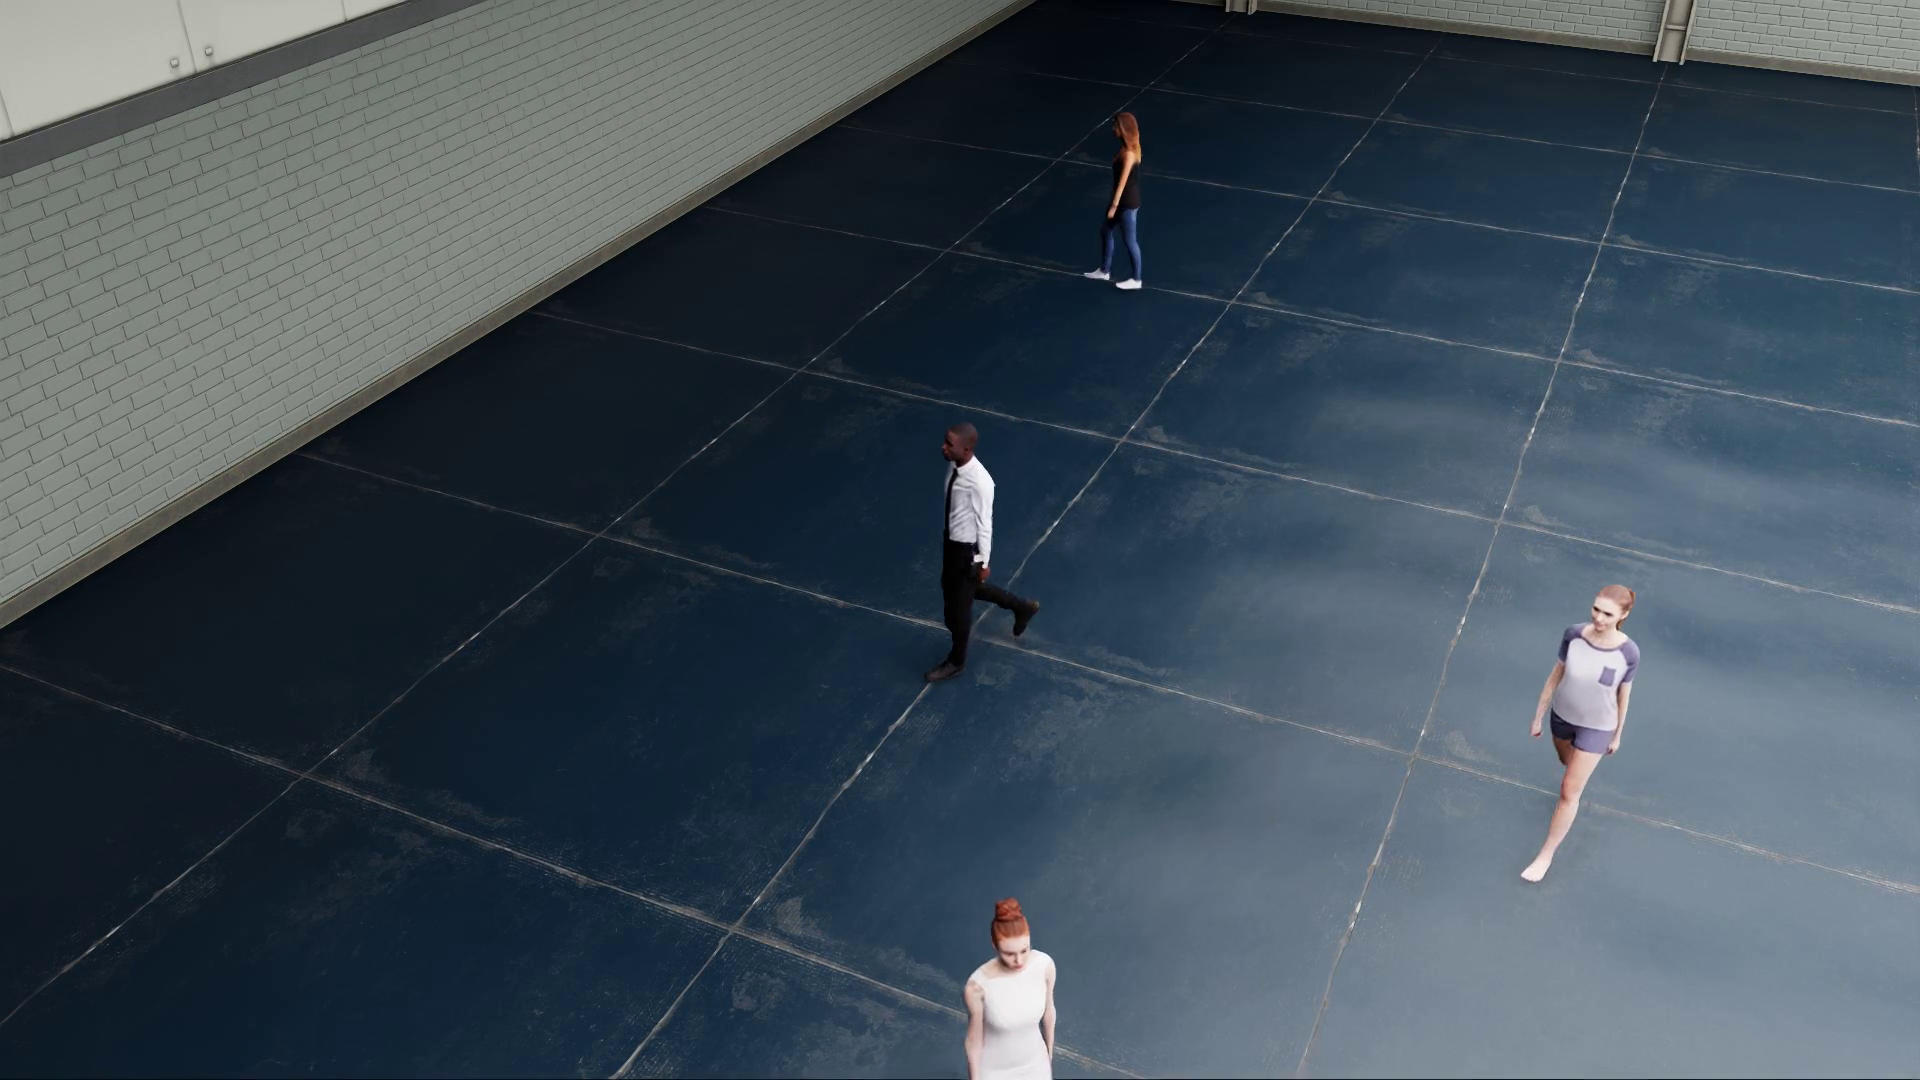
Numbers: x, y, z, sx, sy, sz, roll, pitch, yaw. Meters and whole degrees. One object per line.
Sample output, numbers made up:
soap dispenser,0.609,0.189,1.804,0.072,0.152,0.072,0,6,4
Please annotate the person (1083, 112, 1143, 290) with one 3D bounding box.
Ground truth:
person,1.635,-3.158,15.629,0.883,1.700,0.767,-1,32,-2

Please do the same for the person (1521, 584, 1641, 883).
person,3.435,0.956,9.084,1.154,1.723,0.902,27,41,36

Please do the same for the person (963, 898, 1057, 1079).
person,0.178,2.167,7.109,0.697,1.783,0.762,-9,33,-14

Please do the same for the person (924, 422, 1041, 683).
person,0.139,0.055,10.427,1.131,1.815,1.093,-13,35,-20
